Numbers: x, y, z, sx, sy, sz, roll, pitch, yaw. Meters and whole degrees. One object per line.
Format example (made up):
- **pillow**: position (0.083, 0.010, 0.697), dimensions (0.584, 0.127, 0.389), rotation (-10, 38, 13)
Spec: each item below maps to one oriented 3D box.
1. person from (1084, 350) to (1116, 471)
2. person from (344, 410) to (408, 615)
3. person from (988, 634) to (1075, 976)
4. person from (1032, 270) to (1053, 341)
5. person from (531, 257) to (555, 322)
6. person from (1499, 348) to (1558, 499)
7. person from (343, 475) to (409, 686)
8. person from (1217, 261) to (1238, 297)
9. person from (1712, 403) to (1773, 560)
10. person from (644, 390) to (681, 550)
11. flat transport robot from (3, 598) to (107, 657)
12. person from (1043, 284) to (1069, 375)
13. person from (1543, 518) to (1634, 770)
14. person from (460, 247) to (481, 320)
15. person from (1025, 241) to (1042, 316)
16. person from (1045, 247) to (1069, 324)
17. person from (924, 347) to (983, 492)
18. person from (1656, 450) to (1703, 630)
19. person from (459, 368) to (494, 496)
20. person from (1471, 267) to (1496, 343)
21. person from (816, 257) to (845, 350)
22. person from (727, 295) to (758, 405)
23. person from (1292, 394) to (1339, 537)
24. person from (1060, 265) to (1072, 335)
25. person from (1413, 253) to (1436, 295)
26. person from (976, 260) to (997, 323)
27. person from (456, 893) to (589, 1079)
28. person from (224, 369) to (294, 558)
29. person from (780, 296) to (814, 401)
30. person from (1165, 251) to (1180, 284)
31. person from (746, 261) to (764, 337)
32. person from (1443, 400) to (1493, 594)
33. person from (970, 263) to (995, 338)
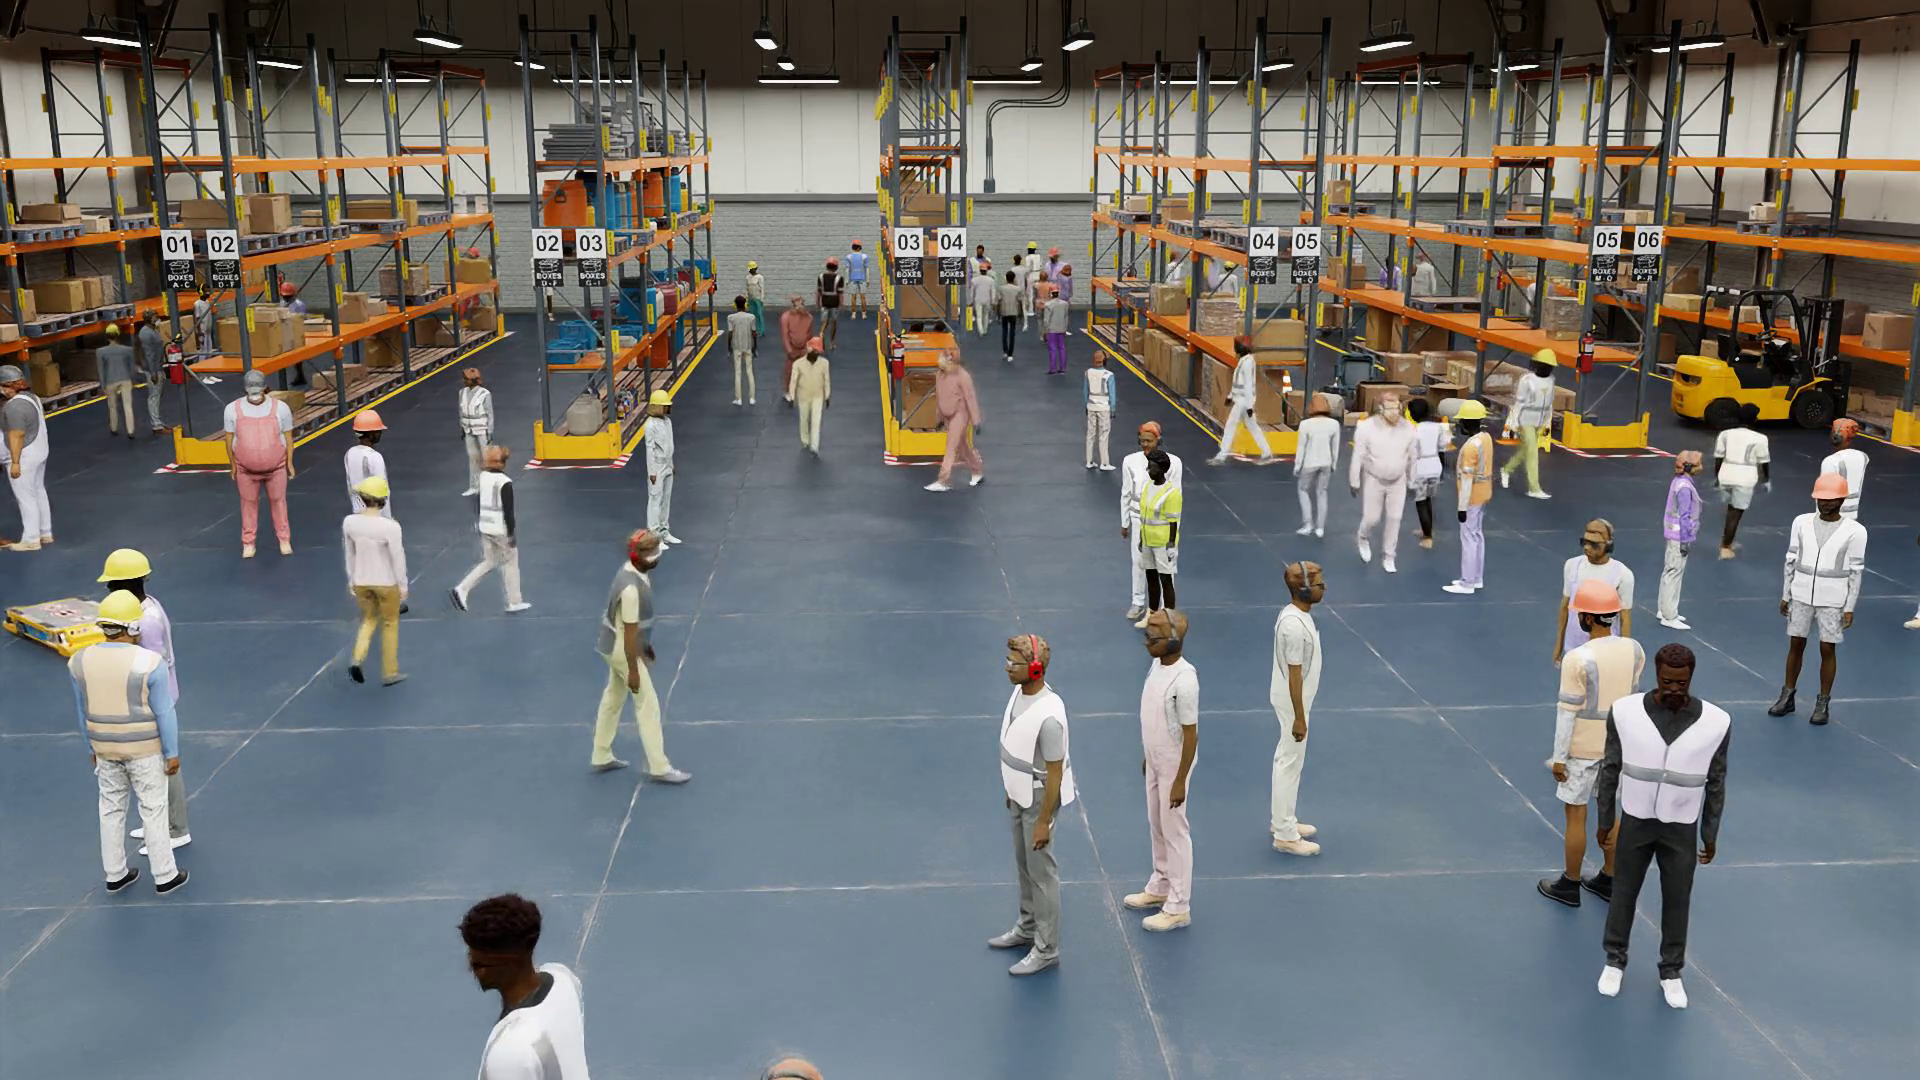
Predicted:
- **person**: position (1.899, -1.760, 22.585), dimensions (0.525, 1.639, 0.307), rotation (12, 18, 42)
- **person**: position (-5.477, -0.252, 15.557), dimensions (0.550, 1.937, 0.357), rotation (10, 17, 37)
- **person**: position (0.394, 1.386, 8.811), dimensions (0.390, 1.847, 0.563), rotation (-4, 14, -16)
- **person**: position (1.880, -5.262, 37.457), dimensions (0.520, 1.614, 0.624), rotation (1, 13, 4)
- **person**: position (-10.432, -6.473, 41.720), dimensions (0.602, 2.036, 0.403), rotation (-9, 16, -33)
- **person**: position (7.157, -1.502, 20.995), dimensions (0.632, 1.883, 0.894), rotation (-8, 15, -30)
- **person**: position (-4.717, 0.349, 13.407), dimensions (0.540, 1.750, 0.442), rotation (3, 14, 14)
- **person**: position (6.193, -5.558, 38.421), dimensions (0.523, 1.759, 0.332), rotation (10, 17, 37)
- **person**: position (8.358, -0.630, 17.736), dimensions (0.734, 1.666, 0.545), rotation (-8, 16, -32)
- **person**: position (-3.255, -0.779, 18.205), dimensions (0.309, 1.743, 0.494), rotation (4, 14, 17)
- **flat transport robot**: position (-7.938, 0.753, 14.870), dimensions (1.431, 0.197, 0.652), rotation (11, 17, 39)
- **person**: position (1.829, -4.058, 32.081), dimensions (0.564, 1.748, 0.339), rotation (-9, 16, -33)
- **person**: position (4.366, 0.746, 11.528), dimensions (0.328, 1.843, 0.514), rotation (-11, 17, -40)
- **person**: position (-11.936, -6.130, 40.425), dimensions (0.673, 1.958, 0.696), rotation (10, 17, 37)
- **person**: position (1.888, -6.798, 43.299), dimensions (0.354, 1.930, 0.594), rotation (11, 17, 40)
- **person**: position (2.329, -6.053, 40.049), dimensions (0.609, 1.996, 1.034), rotation (12, 18, 42)
- **person**: position (-0.034, -1.558, 21.313), dimensions (0.995, 1.843, 0.710), rotation (-9, 16, -34)
- **person**: position (6.576, -0.013, 15.184), dimensions (0.306, 1.639, 0.524), rotation (4, 14, 16)
- **person**: position (-6.041, -1.341, 20.815), dimensions (0.515, 1.636, 0.315), rotation (7, 15, 26)
- **person**: position (11.754, -5.242, 37.174), dimensions (0.552, 1.717, 0.593), rotation (6, 15, 25)
- **person**: position (-2.794, -5.095, 35.925), dimensions (0.624, 2.012, 0.619), rotation (4, 14, 17)
- **person**: position (-3.714, -3.236, 28.353), dimensions (0.532, 1.865, 0.310), rotation (-4, 14, -18)
- **person**: position (3.986, -0.837, 18.704), dimensions (0.531, 1.631, 0.345), rotation (-3, 14, -14)
- **person**: position (2.486, -5.626, 38.973), dimensions (0.267, 1.632, 0.507), rotation (-2, 13, -8)
- **person**: position (10.957, -5.859, 39.463), dimensions (0.453, 1.875, 0.722), rotation (-13, 18, -43)
- **person**: position (0.639, -6.138, 41.212), dimensions (0.509, 1.598, 0.812), rotation (-1, 13, -4)
- **person**: position (-1.496, 2.093, 5.612), dimensions (0.539, 1.951, 0.651), rotation (1, 13, 4)
- **person**: position (-7.465, -0.827, 17.772), dimensions (0.673, 2.000, 0.536), rotation (-5, 14, -21)
- **person**: position (-2.777, -3.263, 28.537), dimensions (0.621, 1.845, 0.992), rotation (-6, 15, -24)
- **person**: position (5.107, -6.108, 40.521), dimensions (0.650, 1.857, 0.604), rotation (11, 17, 38)
- **person**: position (-4.758, -5.569, 38.485), dimensions (0.531, 1.755, 0.342), rotation (9, 16, 33)
- **person**: position (4.998, -0.418, 16.309), dimensions (0.390, 1.922, 0.589), rotation (8, 16, 32)
- **person**: position (0.524, -5.517, 38.319), dimensions (0.571, 1.723, 0.795), rotation (0, 13, -2)
